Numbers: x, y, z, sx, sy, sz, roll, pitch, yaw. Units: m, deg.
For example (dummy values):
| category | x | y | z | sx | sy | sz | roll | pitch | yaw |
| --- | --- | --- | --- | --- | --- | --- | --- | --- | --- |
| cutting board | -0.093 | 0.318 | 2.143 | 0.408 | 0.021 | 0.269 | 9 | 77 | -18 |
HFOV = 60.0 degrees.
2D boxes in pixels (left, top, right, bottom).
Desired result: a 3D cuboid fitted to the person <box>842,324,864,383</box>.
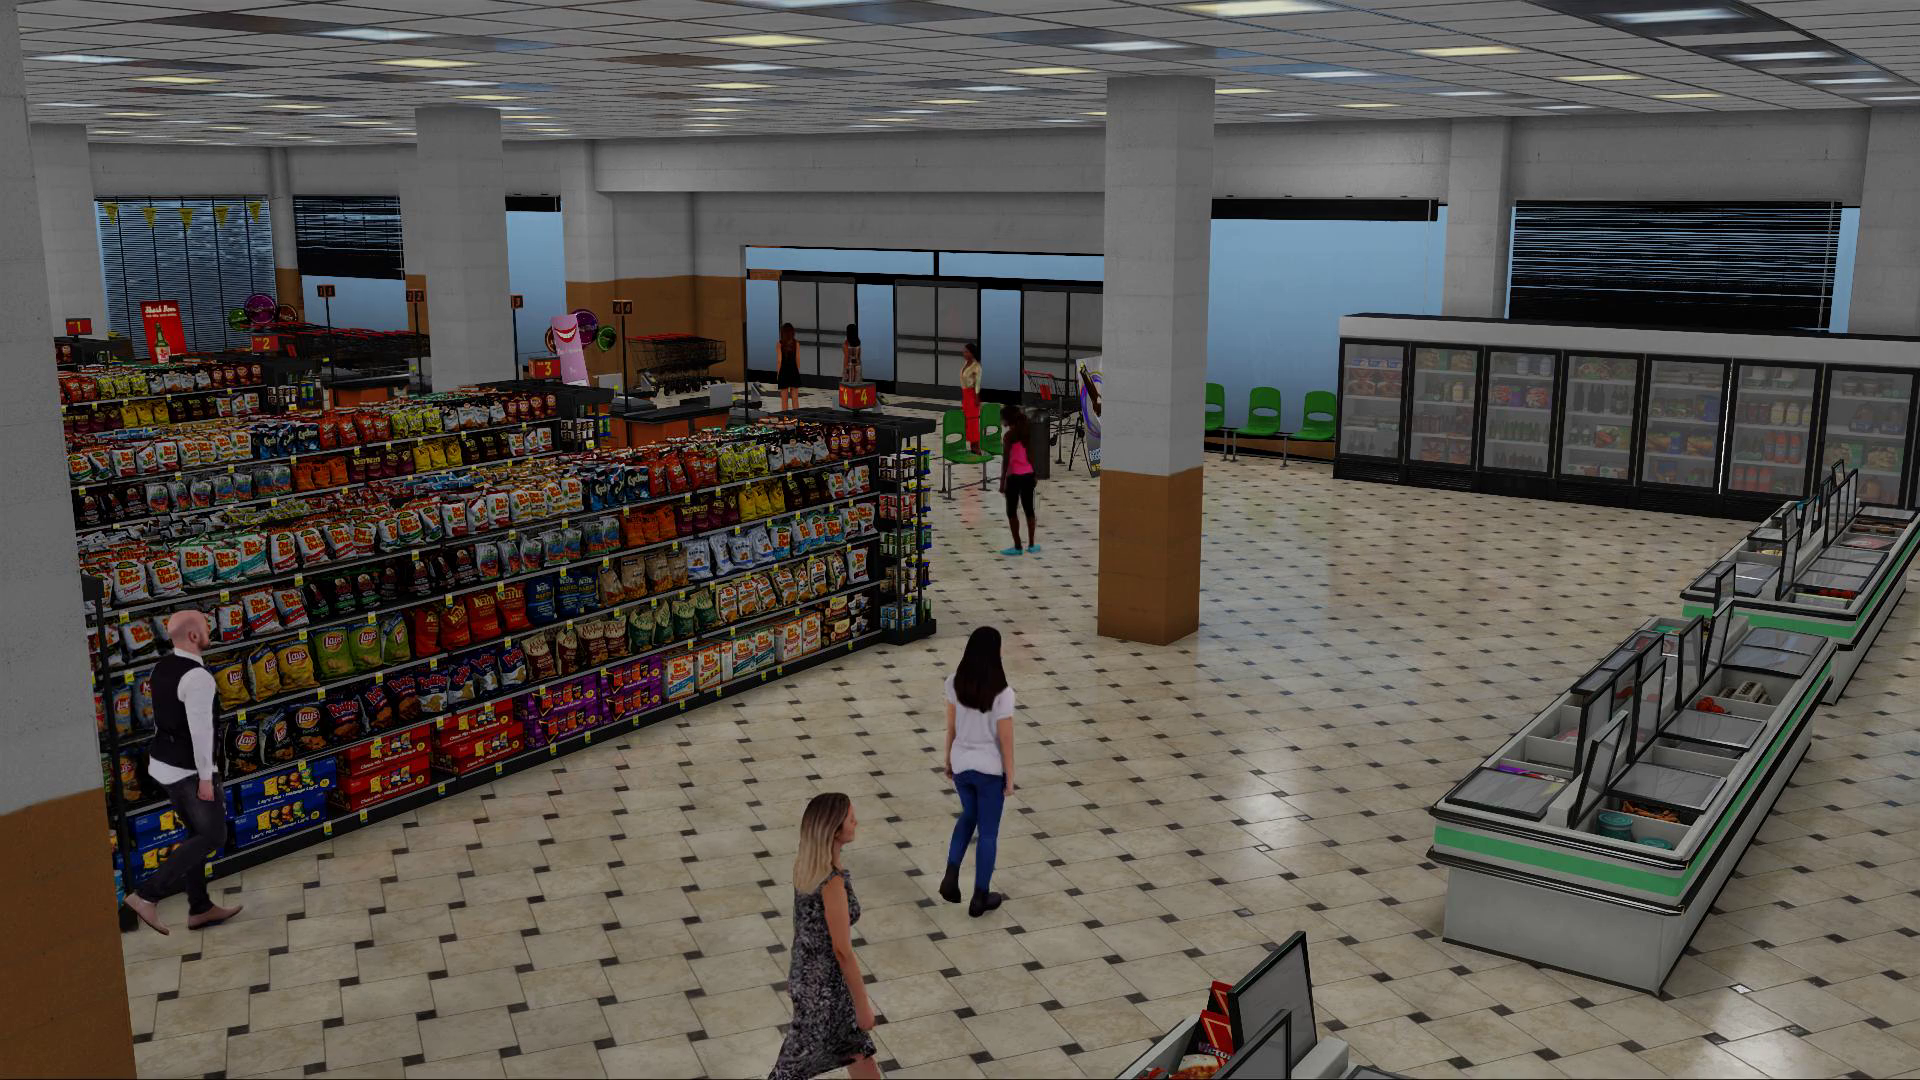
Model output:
| category | x | y | z | sx | sy | sz | roll | pitch | yaw |
| --- | --- | --- | --- | --- | --- | --- | --- | --- | --- |
| person | -1.968 | -3.136 | 30.434 | 0.716 | 1.645 | 0.472 | 9 | 15 | 37 |

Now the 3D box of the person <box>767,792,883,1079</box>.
| category | x | y | z | sx | sy | sz | roll | pitch | yaw |
| --- | --- | --- | --- | --- | --- | --- | --- | --- | --- |
| person | -0.658 | 1.865 | 6.689 | 1.184 | 1.644 | 1.036 | -4 | 12 | -17 |

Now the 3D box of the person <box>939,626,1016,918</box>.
| category | x | y | z | sx | sy | sz | roll | pitch | yaw |
| --- | --- | --- | --- | --- | --- | --- | --- | --- | --- |
| person | 0.052 | 1.325 | 9.189 | 0.605 | 1.671 | 0.648 | 8 | 14 | 34 |

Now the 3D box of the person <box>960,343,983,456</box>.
| category | x | y | z | sx | sy | sz | roll | pitch | yaw |
| --- | --- | --- | --- | --- | --- | --- | --- | --- | --- |
| person | 0.182 | -2.061 | 24.986 | 0.695 | 1.786 | 0.687 | -6 | 13 | -25 |

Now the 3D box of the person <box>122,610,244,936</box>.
| category | x | y | z | sx | sy | sz | roll | pitch | yaw |
| --- | --- | --- | --- | --- | --- | --- | --- | --- | --- |
| person | -4.256 | 1.300 | 8.991 | 0.727 | 1.801 | 0.924 | 10 | 15 | 39 |

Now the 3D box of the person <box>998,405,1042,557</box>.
| category | x | y | z | sx | sy | sz | roll | pitch | yaw |
| --- | --- | --- | --- | --- | --- | --- | --- | --- | --- |
| person | 0.721 | -0.679 | 18.628 | 0.569 | 1.702 | 0.847 | -6 | 14 | -28 |

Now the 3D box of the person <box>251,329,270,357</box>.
| category | x | y | z | sx | sy | sz | roll | pitch | yaw |
| --- | --- | --- | --- | --- | --- | --- | --- | --- | --- |
| person | -11.966 | -2.755 | 28.478 | 0.588 | 1.706 | 0.521 | 8 | 14 | 33 |

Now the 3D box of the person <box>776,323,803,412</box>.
| category | x | y | z | sx | sy | sz | roll | pitch | yaw |
| --- | --- | --- | --- | --- | --- | --- | --- | --- | --- |
| person | -2.906 | -2.764 | 28.207 | 0.627 | 1.835 | 0.722 | -5 | 13 | -22 |
